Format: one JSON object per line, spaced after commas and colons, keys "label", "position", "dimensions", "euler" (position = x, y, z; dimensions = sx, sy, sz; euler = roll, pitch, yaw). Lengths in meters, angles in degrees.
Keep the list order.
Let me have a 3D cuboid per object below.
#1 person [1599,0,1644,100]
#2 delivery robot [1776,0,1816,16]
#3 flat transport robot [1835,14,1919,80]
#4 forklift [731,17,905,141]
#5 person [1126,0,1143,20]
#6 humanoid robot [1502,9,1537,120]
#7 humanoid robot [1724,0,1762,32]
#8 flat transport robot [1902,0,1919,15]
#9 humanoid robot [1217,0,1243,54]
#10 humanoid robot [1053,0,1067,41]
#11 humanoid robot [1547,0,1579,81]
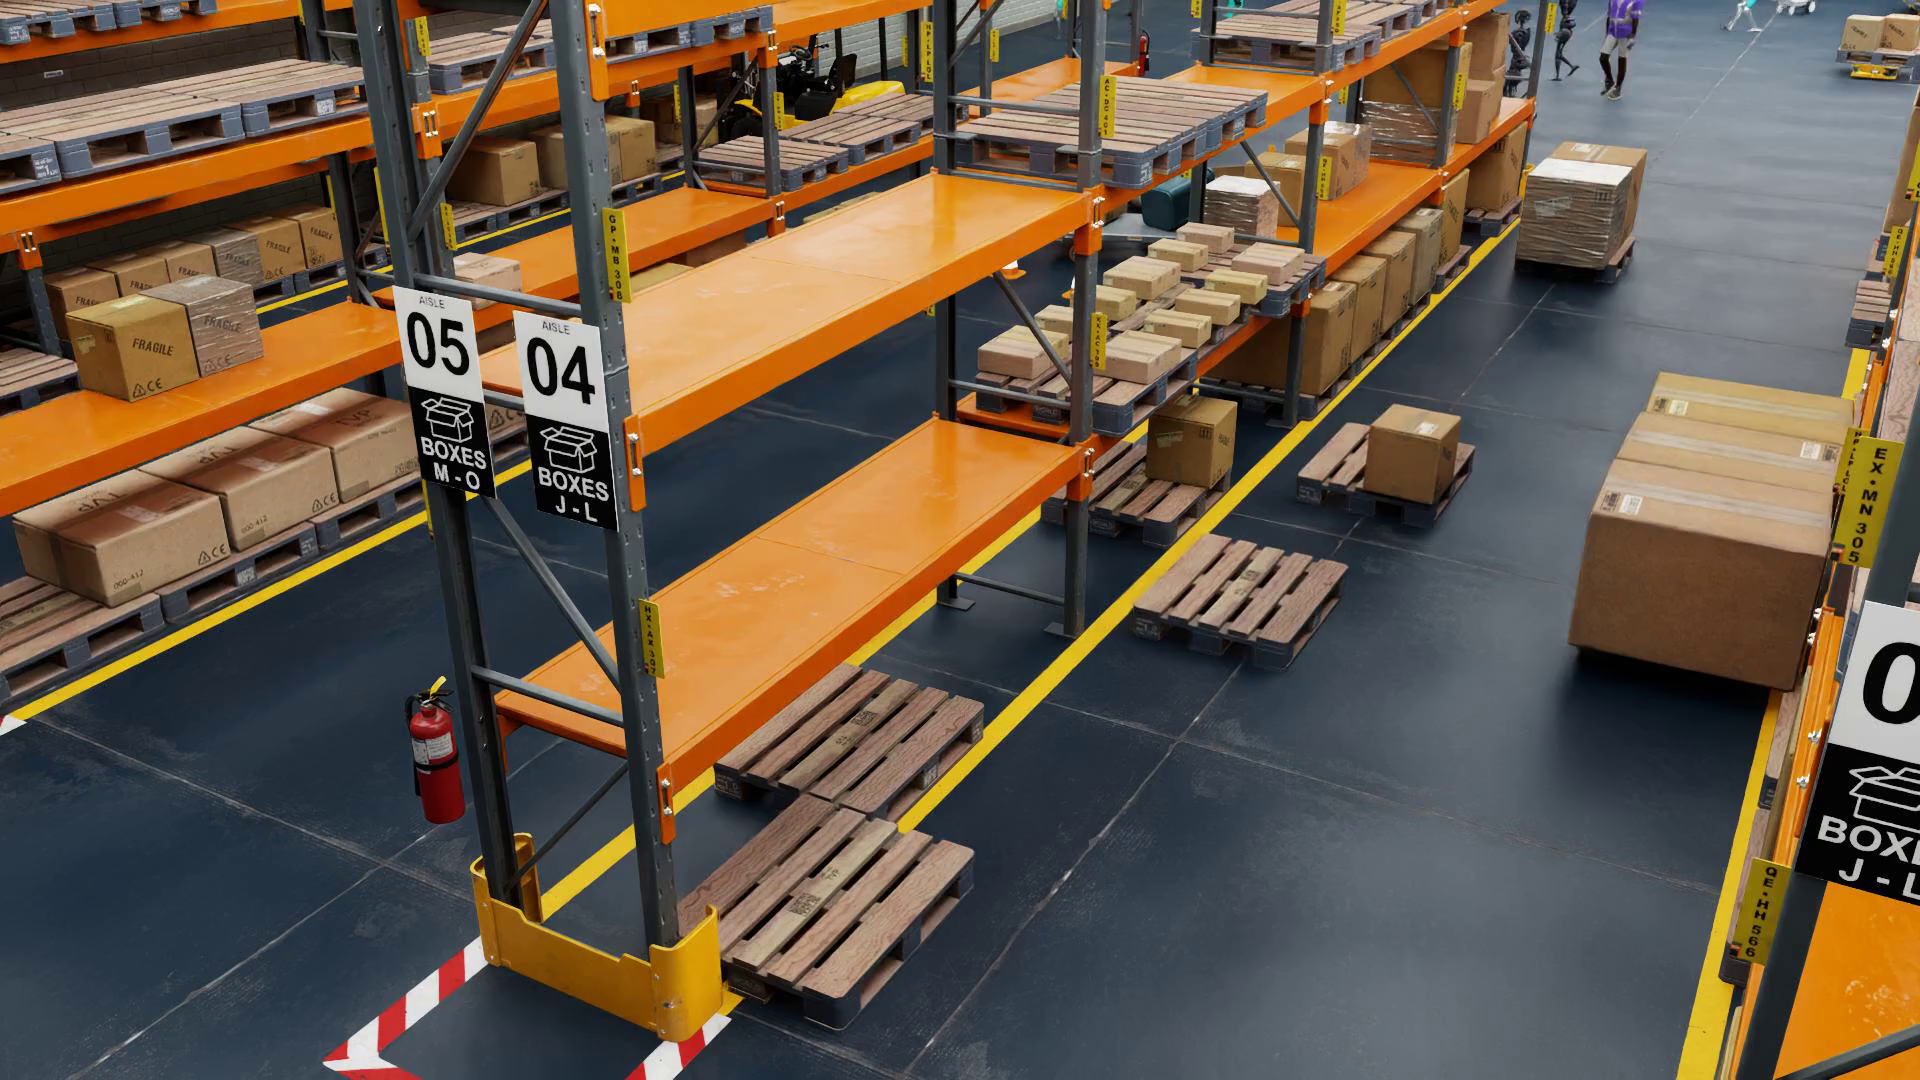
{"label": "person", "position": [10.125, -7.749, 25.522], "dimensions": [0.443, 1.941, 0.633], "euler": [-20, 32, -35]}
{"label": "delivery robot", "position": [17.006, -10.968, 33.818], "dimensions": [0.801, 0.608, 0.499], "euler": [-16, 30, -29]}
{"label": "flat transport robot", "position": [15.285, -7.885, 27.727], "dimensions": [0.659, 0.231, 1.431], "euler": [15, 29, 28]}
{"label": "forklift", "position": [-1.819, -5.975, 21.543], "dimensions": [2.313, 2.155, 1.214], "euler": [14, 29, 26]}
{"label": "person", "position": [3.458, -11.329, 33.031], "dimensions": [0.390, 1.907, 0.805], "euler": [-3, 26, -6]}
{"label": "humanoid robot", "position": [7.972, -6.729, 23.727], "dimensions": [0.678, 1.638, 0.595], "euler": [8, 27, 16]}
{"label": "humanoid robot", "position": [14.985, -10.496, 31.537], "dimensions": [0.843, 1.848, 0.554], "euler": [2, 26, 4]}
{"label": "flat transport robot", "position": [19.832, -10.834, 33.853], "dimensions": [0.659, 0.231, 1.431], "euler": [8, 27, 16]}
{"label": "humanoid robot", "position": [4.015, -7.753, 25.727], "dimensions": [0.683, 1.761, 0.537], "euler": [1, 26, 2]}
{"label": "humanoid robot", "position": [1.950, -10.085, 30.643], "dimensions": [0.533, 1.821, 0.725], "euler": [15, 30, 29]}
{"label": "humanoid robot", "position": [9.864, -8.275, 26.924], "dimensions": [0.453, 1.642, 0.605], "euler": [12, 28, 23]}
